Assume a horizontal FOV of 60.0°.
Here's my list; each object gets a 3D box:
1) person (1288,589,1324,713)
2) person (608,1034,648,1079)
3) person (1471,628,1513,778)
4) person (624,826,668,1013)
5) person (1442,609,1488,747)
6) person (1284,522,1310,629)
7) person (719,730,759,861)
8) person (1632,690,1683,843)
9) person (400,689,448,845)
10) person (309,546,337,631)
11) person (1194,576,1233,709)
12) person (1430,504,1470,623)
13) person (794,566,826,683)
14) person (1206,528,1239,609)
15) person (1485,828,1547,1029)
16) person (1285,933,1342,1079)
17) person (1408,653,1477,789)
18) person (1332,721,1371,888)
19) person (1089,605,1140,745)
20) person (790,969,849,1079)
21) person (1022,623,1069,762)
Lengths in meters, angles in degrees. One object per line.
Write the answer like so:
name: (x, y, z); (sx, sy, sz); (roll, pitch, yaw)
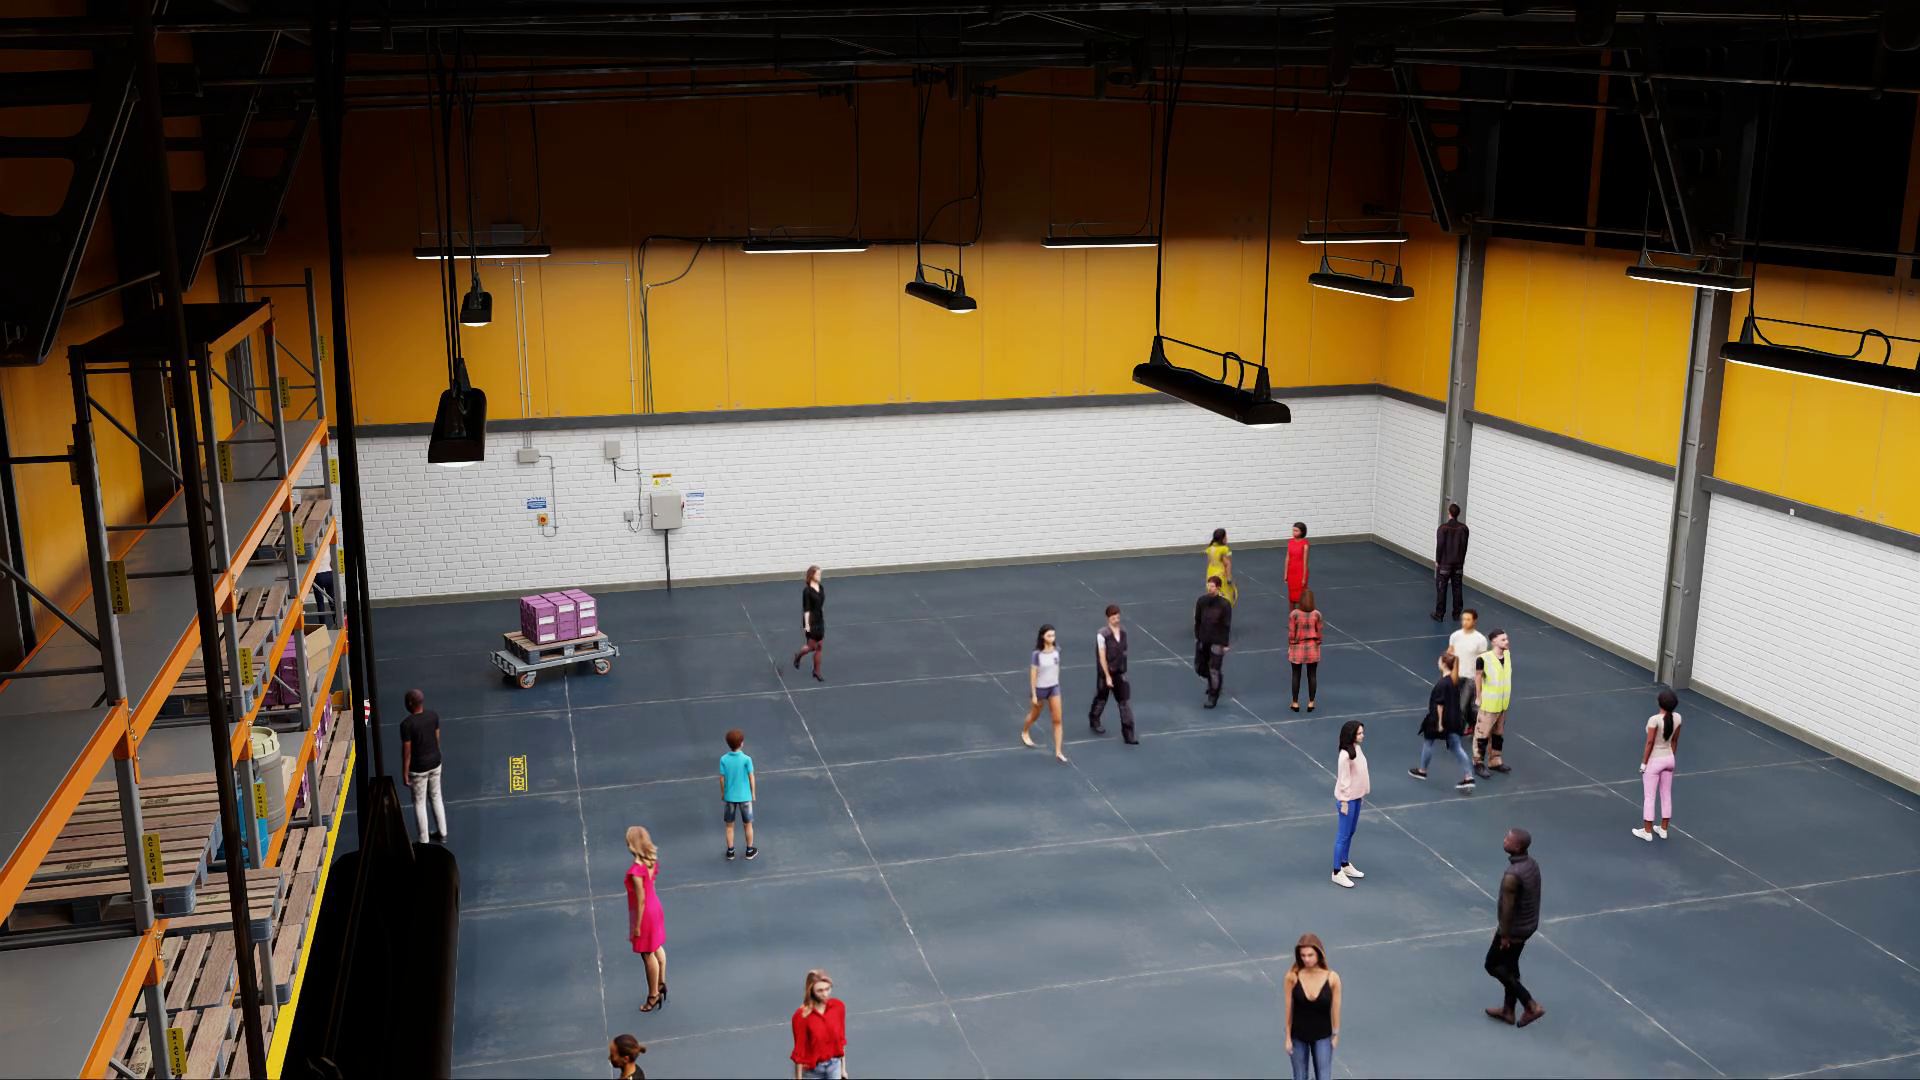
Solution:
person: (4.664, 1.492, 22.503); (0.684, 1.702, 0.673); (2, 14, 6)
person: (-2.240, 4.175, 11.495); (0.646, 1.669, 0.469); (-3, 14, -12)
person: (6.508, 1.957, 20.275); (0.779, 1.846, 0.800); (-8, 16, -29)
person: (-2.783, 3.345, 14.797); (0.715, 1.727, 0.610); (3, 14, 10)
person: (6.522, 1.753, 21.303); (1.098, 1.761, 1.192); (-13, 19, -43)
person: (5.337, 0.564, 26.252); (0.695, 1.741, 0.578); (-12, 18, -40)
person: (-2.395, 2.735, 17.909); (0.575, 1.449, 0.566); (0, 14, 2)
person: (7.735, 2.472, 18.382); (0.572, 1.737, 0.521); (-4, 14, -17)
person: (-5.857, 2.490, 18.167); (0.794, 1.803, 0.744); (9, 16, 32)
person: (-9.921, 0.665, 25.919); (0.686, 1.702, 0.682); (-12, 18, -41)
person: (3.493, 1.370, 22.745); (0.978, 1.826, 1.028); (10, 17, 35)
person: (7.892, 0.355, 26.748); (0.720, 1.914, 0.640); (-1, 14, -6)
person: (-2.154, 1.194, 23.766); (0.903, 1.686, 0.834); (9, 16, 33)
person: (4.031, 0.640, 26.146); (0.914, 1.644, 0.965); (-7, 16, -28)
person: (4.888, 3.387, 14.415); (0.973, 1.827, 0.909); (11, 18, 39)
person: (2.719, 3.810, 12.922); (0.692, 1.705, 0.722); (2, 14, 9)
person: (5.867, 2.183, 19.777); (0.928, 1.643, 1.189); (-11, 18, -39)
person: (4.050, 2.710, 17.329); (0.764, 1.769, 0.722); (9, 16, 33)
person: (1.885, 1.712, 21.392); (0.770, 1.797, 1.240); (-7, 15, -27)
person: (-1.041, 3.952, 12.344); (0.685, 1.702, 0.638); (-10, 17, -35)
person: (1.029, 1.883, 20.910); (0.801, 1.693, 1.202); (-7, 15, -27)
